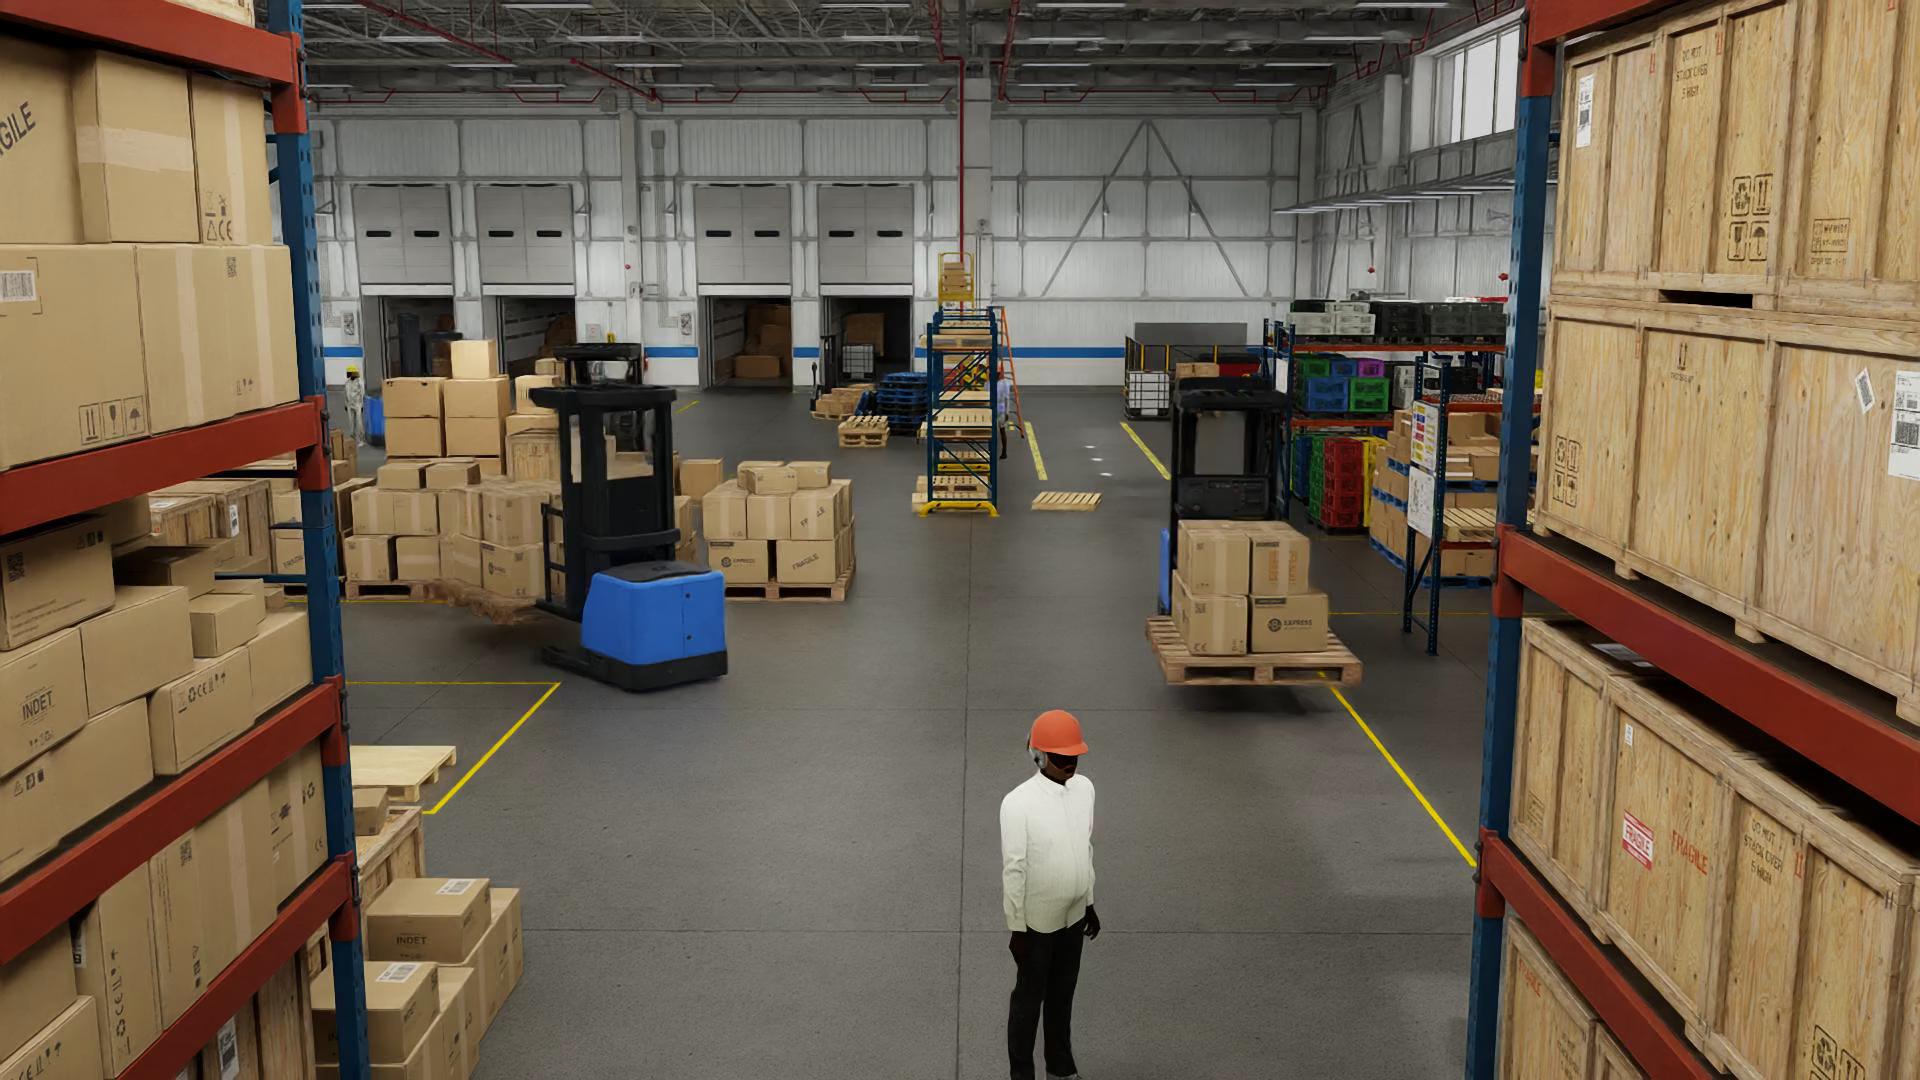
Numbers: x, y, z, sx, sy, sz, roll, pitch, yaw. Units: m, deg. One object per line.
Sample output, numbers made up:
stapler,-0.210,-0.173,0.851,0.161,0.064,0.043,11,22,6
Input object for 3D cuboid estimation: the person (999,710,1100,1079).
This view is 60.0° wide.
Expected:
person,0.443,1.781,7.977,0.376,1.995,0.612,9,13,43

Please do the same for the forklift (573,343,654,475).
forklift,-5.085,-1.475,24.210,1.129,2.768,1.873,0,10,1

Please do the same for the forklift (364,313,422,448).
forklift,-11.744,-3.437,35.529,1.873,2.768,1.129,-5,11,-28

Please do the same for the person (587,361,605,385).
person,-9.331,-3.970,42.354,0.530,1.577,0.901,5,11,28

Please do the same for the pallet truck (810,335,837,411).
pallet truck,-3.021,-4.312,43.126,1.885,1.965,0.823,3,10,17

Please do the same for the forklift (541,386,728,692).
forklift,-3.205,-0.093,16.239,1.129,2.768,1.873,-8,13,-39

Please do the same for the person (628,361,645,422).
person,-7.146,-3.174,36.733,0.372,1.940,0.630,-1,10,-5

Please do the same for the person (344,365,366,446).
person,-12.939,-2.868,35.526,0.483,1.745,0.301,3,10,19

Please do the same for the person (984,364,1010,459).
person,0.729,-2.581,33.355,0.544,1.932,0.375,4,10,20

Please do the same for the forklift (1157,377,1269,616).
forklift,2.730,-0.328,17.593,1.129,2.768,1.873,0,10,1
